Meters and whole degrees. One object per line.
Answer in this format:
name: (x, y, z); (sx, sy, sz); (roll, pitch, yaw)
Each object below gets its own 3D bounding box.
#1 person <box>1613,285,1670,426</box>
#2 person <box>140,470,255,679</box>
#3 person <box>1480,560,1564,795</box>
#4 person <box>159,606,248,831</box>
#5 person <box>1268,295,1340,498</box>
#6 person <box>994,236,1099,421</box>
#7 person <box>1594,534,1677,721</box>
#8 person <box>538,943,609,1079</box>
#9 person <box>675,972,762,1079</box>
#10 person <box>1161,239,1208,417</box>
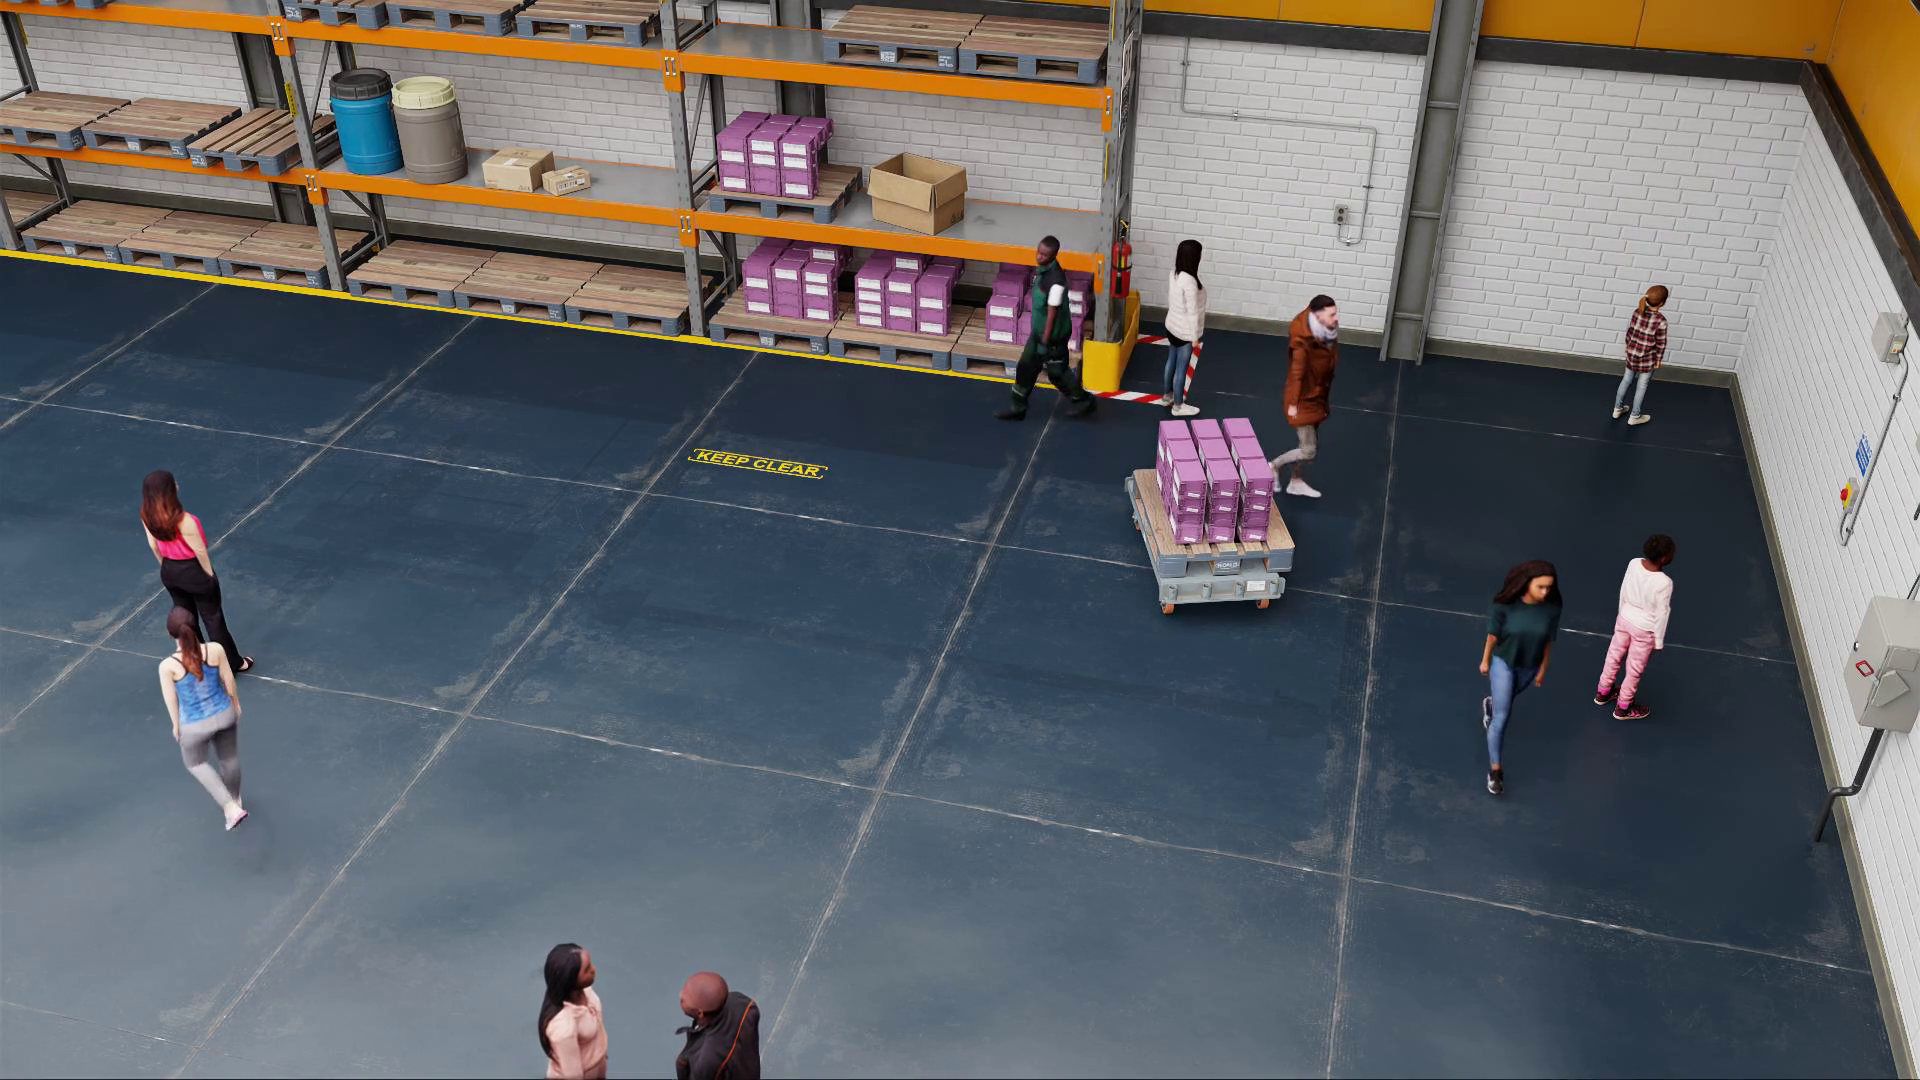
person: (5.996, -1.640, 14.607); (0.684, 1.305, 0.616); (-21, 39, -28)
person: (-5.309, 0.241, 11.458); (0.466, 1.659, 0.655); (10, 35, 15)
person: (3.578, 0.765, 10.750); (1.093, 1.571, 0.766); (3, 34, 5)
person: (-4.594, 1.126, 10.178); (0.791, 1.602, 0.895); (-28, 43, -35)
person: (2.706, -1.139, 13.386); (0.843, 1.822, 0.802); (18, 38, 25)
person: (0.858, -1.773, 14.361); (1.271, 1.798, 1.018); (-3, 34, -5)
person: (4.565, 0.556, 11.178); (0.667, 1.444, 0.624); (-14, 36, -20)
person: (-1.820, 2.564, 7.913); (0.638, 1.714, 0.687); (-1, 34, -1)
person: (-1.070, 2.642, 7.699); (0.561, 1.820, 0.676); (9, 35, 13)
person: (1.965, -1.884, 14.674); (0.730, 1.638, 0.706); (-11, 35, -16)
